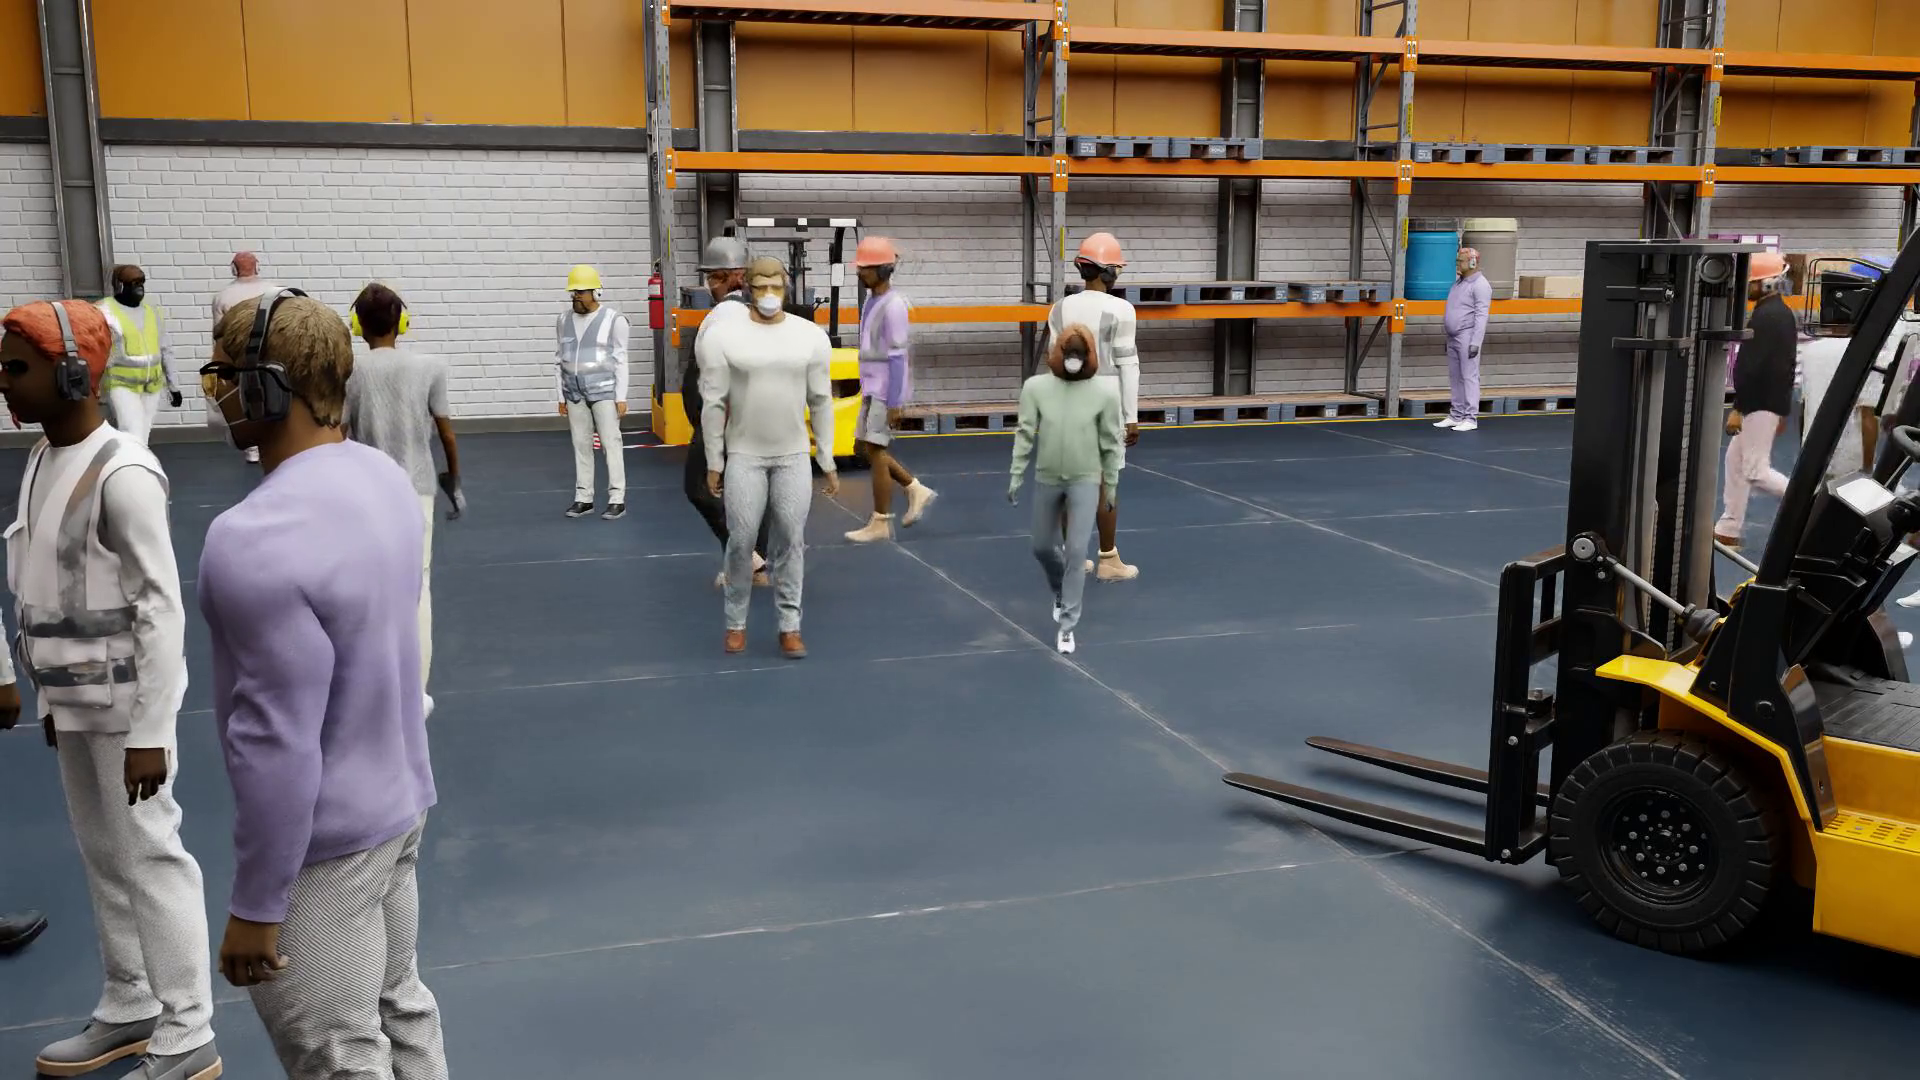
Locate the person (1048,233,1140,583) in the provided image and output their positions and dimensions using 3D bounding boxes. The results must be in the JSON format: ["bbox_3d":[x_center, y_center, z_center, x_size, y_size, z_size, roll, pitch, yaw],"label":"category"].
[{"bbox_3d":[0.804,-0.768,9.777,0.607,2.044,0.378,9,13,39],"label":"person"}]

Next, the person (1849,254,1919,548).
[{"bbox_3d":[5.936,-0.878,10.733,0.625,1.918,0.806,-9,13,-39],"label":"person"}]

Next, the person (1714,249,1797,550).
[{"bbox_3d":[5.126,-0.846,10.465,0.839,1.960,0.611,7,12,33],"label":"person"}]

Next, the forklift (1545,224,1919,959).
[{"bbox_3d":[2.909,0.117,4.508,2.313,2.155,1.214,9,14,40],"label":"forklift"}]

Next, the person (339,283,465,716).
[{"bbox_3d":[-2.449,-0.196,7.267,0.540,1.819,0.976,-3,11,-16],"label":"person"}]

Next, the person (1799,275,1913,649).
[{"bbox_3d":[4.258,-0.335,7.960,0.886,1.831,0.545,-4,11,-21],"label":"person"}]

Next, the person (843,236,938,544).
[{"bbox_3d":[-0.471,-0.985,10.993,0.573,2.030,0.617,-3,11,-17],"label":"person"}]

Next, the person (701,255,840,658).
[{"bbox_3d":[-0.917,-0.394,8.016,0.642,1.938,0.372,-3,11,-16],"label":"person"}]

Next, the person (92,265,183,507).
[{"bbox_3d":[-6.058,-1.121,12.347,0.849,1.806,0.653,5,12,26],"label":"person"}]

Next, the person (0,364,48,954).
[{"bbox_3d":[-2.741,0.300,4.332,0.560,1.882,0.831,6,12,30],"label":"person"}]

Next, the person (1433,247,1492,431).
[{"bbox_3d":[5.273,-2.102,17.455,0.410,1.913,0.643,-2,11,-12],"label":"person"}]

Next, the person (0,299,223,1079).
[{"bbox_3d":[-1.986,0.391,3.863,0.577,1.882,0.349,10,14,42],"label":"person"}]

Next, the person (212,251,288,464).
[{"bbox_3d":[-6.272,-1.616,14.823,0.702,1.896,0.420,-4,11,-21],"label":"person"}]

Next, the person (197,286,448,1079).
[{"bbox_3d":[-1.131,0.529,2.953,0.372,1.940,0.631,0,10,0],"label":"person"}]

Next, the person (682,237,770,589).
[{"bbox_3d":[-1.313,-0.718,9.510,0.538,2.000,0.688,4,11,19],"label":"person"}]

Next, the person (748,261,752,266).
[{"bbox_3d":[-1.684,-1.286,13.203,0.599,1.829,0.404,9,13,40],"label":"person"}]

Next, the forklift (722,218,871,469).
[{"bbox_3d":[-1.522,-1.778,14.899,1.214,2.155,2.313,-3,11,-17],"label":"forklift"}]

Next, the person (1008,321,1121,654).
[{"bbox_3d":[0.537,-0.288,8.296,0.537,1.611,0.658,3,11,14],"label":"person"}]

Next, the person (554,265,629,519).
[{"bbox_3d":[-2.659,-1.057,11.970,0.595,1.826,0.403,3,11,18],"label":"person"}]

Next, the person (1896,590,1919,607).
[{"bbox_3d":[5.409,-0.537,8.867,0.393,1.915,0.591,-4,11,-19],"label":"person"}]
